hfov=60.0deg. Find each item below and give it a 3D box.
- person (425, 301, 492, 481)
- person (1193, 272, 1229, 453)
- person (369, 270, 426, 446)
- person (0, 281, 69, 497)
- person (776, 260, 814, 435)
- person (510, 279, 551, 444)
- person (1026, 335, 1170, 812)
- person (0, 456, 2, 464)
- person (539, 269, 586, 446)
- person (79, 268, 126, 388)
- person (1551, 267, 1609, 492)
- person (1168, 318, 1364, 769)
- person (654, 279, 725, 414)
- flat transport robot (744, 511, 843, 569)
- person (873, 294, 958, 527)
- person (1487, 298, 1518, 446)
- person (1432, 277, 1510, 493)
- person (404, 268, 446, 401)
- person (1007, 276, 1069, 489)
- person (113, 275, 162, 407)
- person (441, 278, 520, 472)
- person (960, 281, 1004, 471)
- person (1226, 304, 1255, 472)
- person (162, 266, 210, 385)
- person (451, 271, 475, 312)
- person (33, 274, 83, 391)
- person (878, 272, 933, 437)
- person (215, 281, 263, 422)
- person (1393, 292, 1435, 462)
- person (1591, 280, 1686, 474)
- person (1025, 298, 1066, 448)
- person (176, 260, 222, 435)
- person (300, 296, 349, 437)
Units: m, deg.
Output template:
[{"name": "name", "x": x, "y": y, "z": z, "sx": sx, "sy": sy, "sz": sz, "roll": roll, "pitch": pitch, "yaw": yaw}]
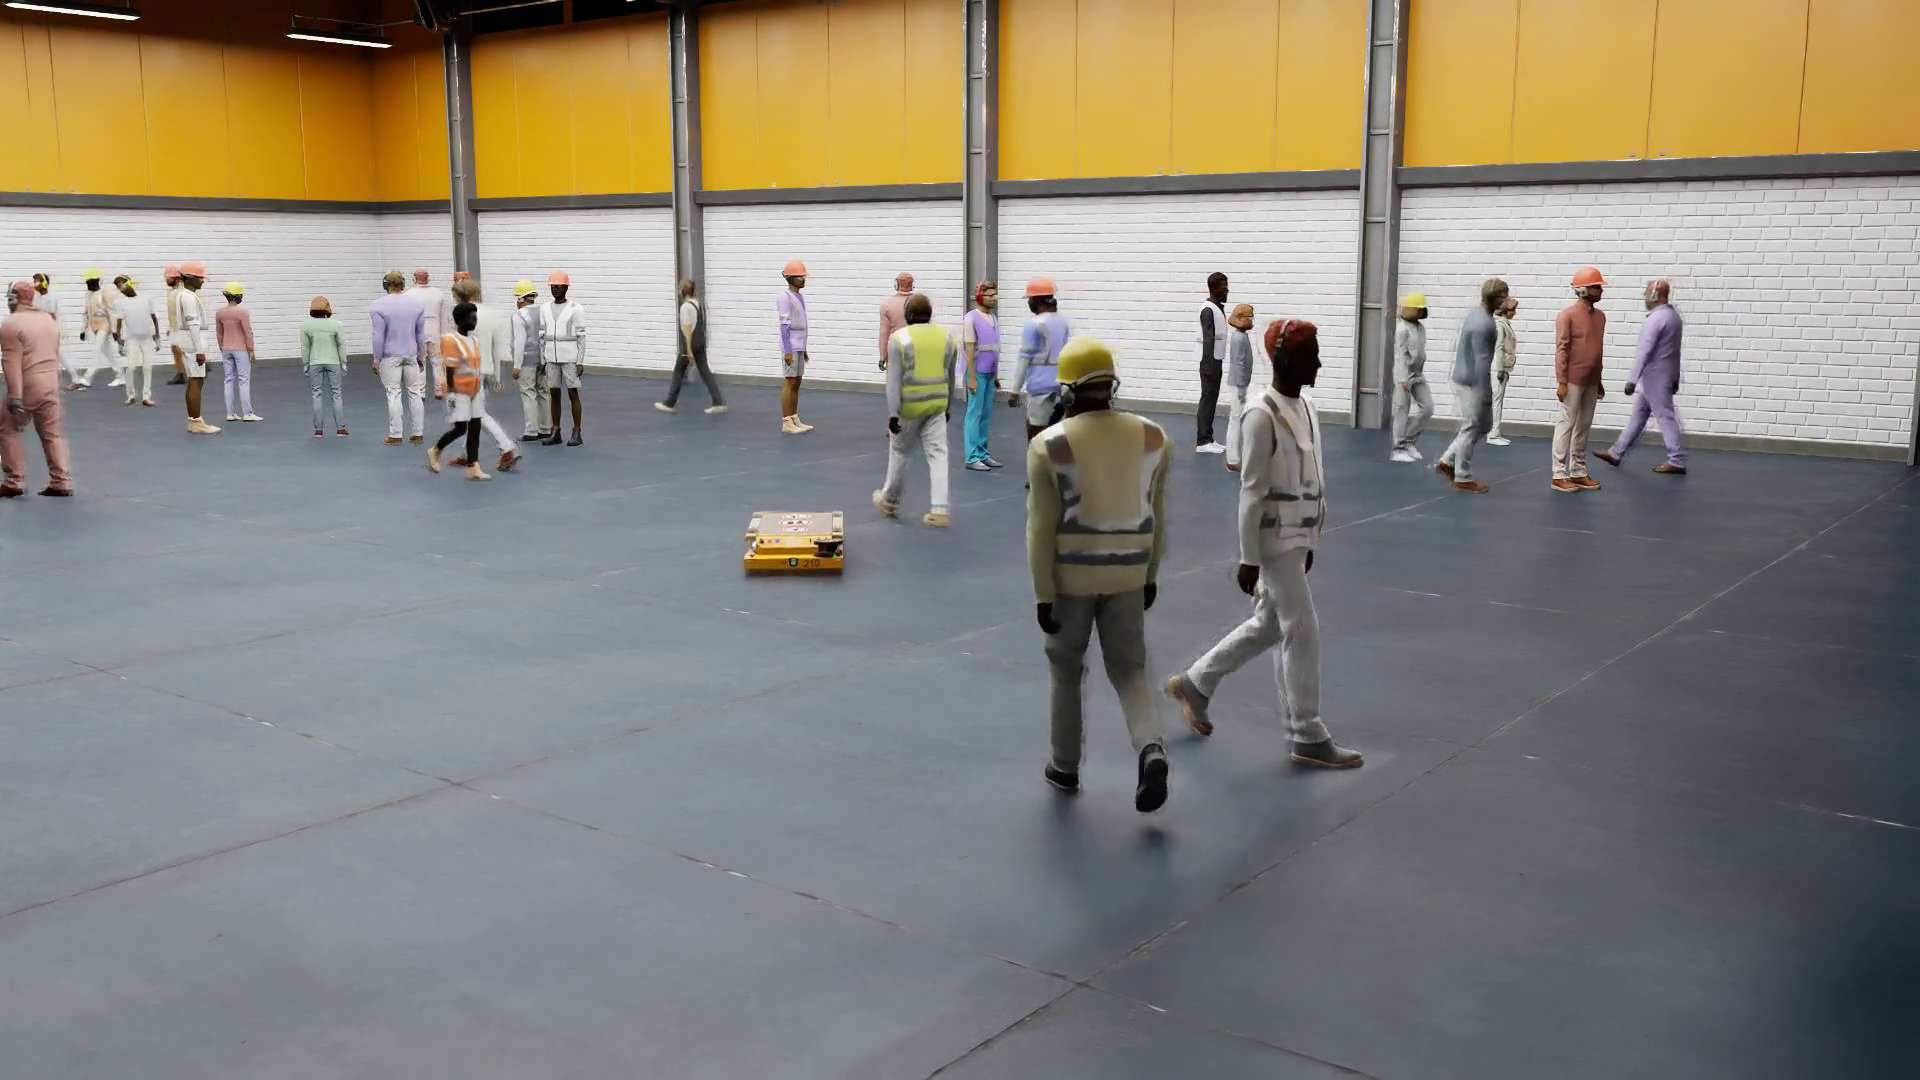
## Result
[{"name": "person", "x": -4.662, "y": -1.380, "z": 15.467, "sx": 0.552, "sy": 1.679, "sz": 0.542, "roll": 3, "pitch": 10, "yaw": 19}, {"name": "person", "x": 2.689, "y": -1.893, "z": 17.782, "sx": 0.375, "sy": 1.917, "sz": 0.598, "roll": 3, "pitch": 10, "yaw": 17}, {"name": "person", "x": -6.204, "y": -2.008, "z": 18.393, "sx": 0.353, "sy": 1.937, "sz": 0.635, "roll": 9, "pitch": 13, "yaw": 42}, {"name": "person", "x": -8.156, "y": -1.297, "z": 14.433, "sx": 0.784, "sy": 1.875, "sz": 0.667, "roll": 2, "pitch": 10, "yaw": 11}, {"name": "person", "x": -1.933, "y": -2.269, "z": 19.606, "sx": 0.375, "sy": 2.044, "sz": 0.605, "roll": 2, "pitch": 10, "yaw": 13}, {"name": "person", "x": -4.815, "y": -1.991, "z": 18.601, "sx": 0.403, "sy": 1.830, "sz": 0.600, "roll": 4, "pitch": 10, "yaw": 22}, {"name": "person", "x": 0.541, "y": 0.137, "z": 6.283, "sx": 0.586, "sy": 1.808, "sz": 0.727, "roll": -3, "pitch": 10, "yaw": -15}, {"name": "person", "x": -9.890, "y": -1.625, "z": 16.388, "sx": 0.644, "sy": 1.876, "sz": 0.973, "roll": 2, "pitch": 10, "yaw": 14}, {"name": "person", "x": -4.399, "y": -2.004, "z": 18.358, "sx": 0.548, "sy": 1.942, "sz": 0.347, "roll": 2, "pitch": 10, "yaw": 14}, {"name": "person", "x": -13.720, "y": -3.347, "z": 26.350, "sx": 0.619, "sy": 1.874, "sz": 0.971, "roll": 7, "pitch": 12, "yaw": 34}, {"name": "person", "x": 5.549, "y": -1.434, "z": 14.877, "sx": 0.622, "sy": 1.996, "sz": 0.370, "roll": -7, "pitch": 12, "yaw": -34}, {"name": "person", "x": 1.281, "y": -0.002, "z": 6.971, "sx": 0.860, "sy": 1.858, "sz": 0.584, "roll": 6, "pitch": 11, "yaw": 31}, {"name": "person", "x": -3.560, "y": -2.544, "z": 21.966, "sx": 1.012, "sy": 1.793, "sz": 0.512, "roll": 4, "pitch": 10, "yaw": 21}, {"name": "flat transport robot", "x": -1.146, "y": -0.016, "z": 11.643, "sx": 0.652, "sy": 0.197, "sz": 1.431, "roll": -1, "pitch": 10, "yaw": -4}, {"name": "person", "x": -0.352, "y": -1.031, "z": 13.112, "sx": 0.659, "sy": 1.792, "sz": 0.952, "roll": -5, "pitch": 11, "yaw": -28}, {"name": "person", "x": 6.007, "y": -1.870, "z": 18.458, "sx": 0.310, "sy": 1.640, "sz": 0.514, "roll": 4, "pitch": 11, "yaw": 22}, {"name": "person", "x": 4.538, "y": -1.349, "z": 14.632, "sx": 0.485, "sy": 1.912, "sz": 0.654, "roll": 3, "pitch": 10, "yaw": 19}, {"name": "person", "x": -7.753, "y": -2.965, "z": 24.056, "sx": 0.639, "sy": 1.908, "sz": 0.409, "roll": -9, "pitch": 13, "yaw": -41}, {"name": "person", "x": 0.670, "y": -1.346, "z": 14.617, "sx": 0.584, "sy": 1.916, "sz": 0.549, "roll": 6, "pitch": 12, "yaw": 32}, {"name": "person", "x": -11.394, "y": -2.750, "z": 23.055, "sx": 0.592, "sy": 1.831, "sz": 0.385, "roll": -6, "pitch": 12, "yaw": -32}, {"name": "person", "x": -4.687, "y": -1.609, "z": 16.242, "sx": 0.954, "sy": 1.898, "sz": 0.617, "roll": 3, "pitch": 10, "yaw": 19}, {"name": "person", "x": 0.208, "y": -1.610, "z": 16.338, "sx": 0.388, "sy": 1.848, "sz": 0.564, "roll": 5, "pitch": 11, "yaw": 26}, {"name": "person", "x": 2.735, "y": -1.477, "z": 16.188, "sx": 0.280, "sy": 1.633, "sz": 0.500, "roll": 2, "pitch": 10, "yaw": 9}, {"name": "person", "x": -12.637, "y": -3.481, "z": 27.028, "sx": 0.551, "sy": 1.917, "sz": 0.565, "roll": 8, "pitch": 12, "yaw": 37}, {"name": "person", "x": -6.547, "y": -2.612, "z": 22.099, "sx": 0.382, "sy": 1.880, "sz": 0.590, "roll": -1, "pitch": 10, "yaw": -4}, {"name": "person", "x": -13.958, "y": -3.160, "z": 25.452, "sx": 0.542, "sy": 1.819, "sz": 0.973, "roll": 7, "pitch": 12, "yaw": 34}, {"name": "person", "x": -0.635, "y": -2.126, "z": 19.174, "sx": 0.651, "sy": 1.906, "sz": 0.403, "roll": -3, "pitch": 10, "yaw": -17}, {"name": "person", "x": -9.133, "y": -2.374, "z": 21.021, "sx": 0.523, "sy": 1.769, "sz": 0.316, "roll": 3, "pitch": 10, "yaw": 18}, {"name": "person", "x": 4.586, "y": -1.643, "z": 16.886, "sx": 0.489, "sy": 1.730, "sz": 0.402, "roll": -7, "pitch": 12, "yaw": -37}, {"name": "person", "x": 6.653, "y": -1.584, "z": 16.146, "sx": 0.975, "sy": 1.852, "sz": 0.676, "roll": 8, "pitch": 12, "yaw": 38}, {"name": "person", "x": 0.871, "y": -1.612, "z": 16.831, "sx": 0.413, "sy": 1.680, "sz": 0.528, "roll": 5, "pitch": 11, "yaw": 28}, {"name": "person", "x": -8.975, "y": -2.258, "z": 19.552, "sx": 0.377, "sy": 2.041, "sz": 0.607, "roll": -6, "pitch": 11, "yaw": -32}, {"name": "person", "x": -7.368, "y": -2.011, "z": 19.295, "sx": 0.497, "sy": 1.633, "sz": 0.288, "roll": -2, "pitch": 10, "yaw": -13}]
